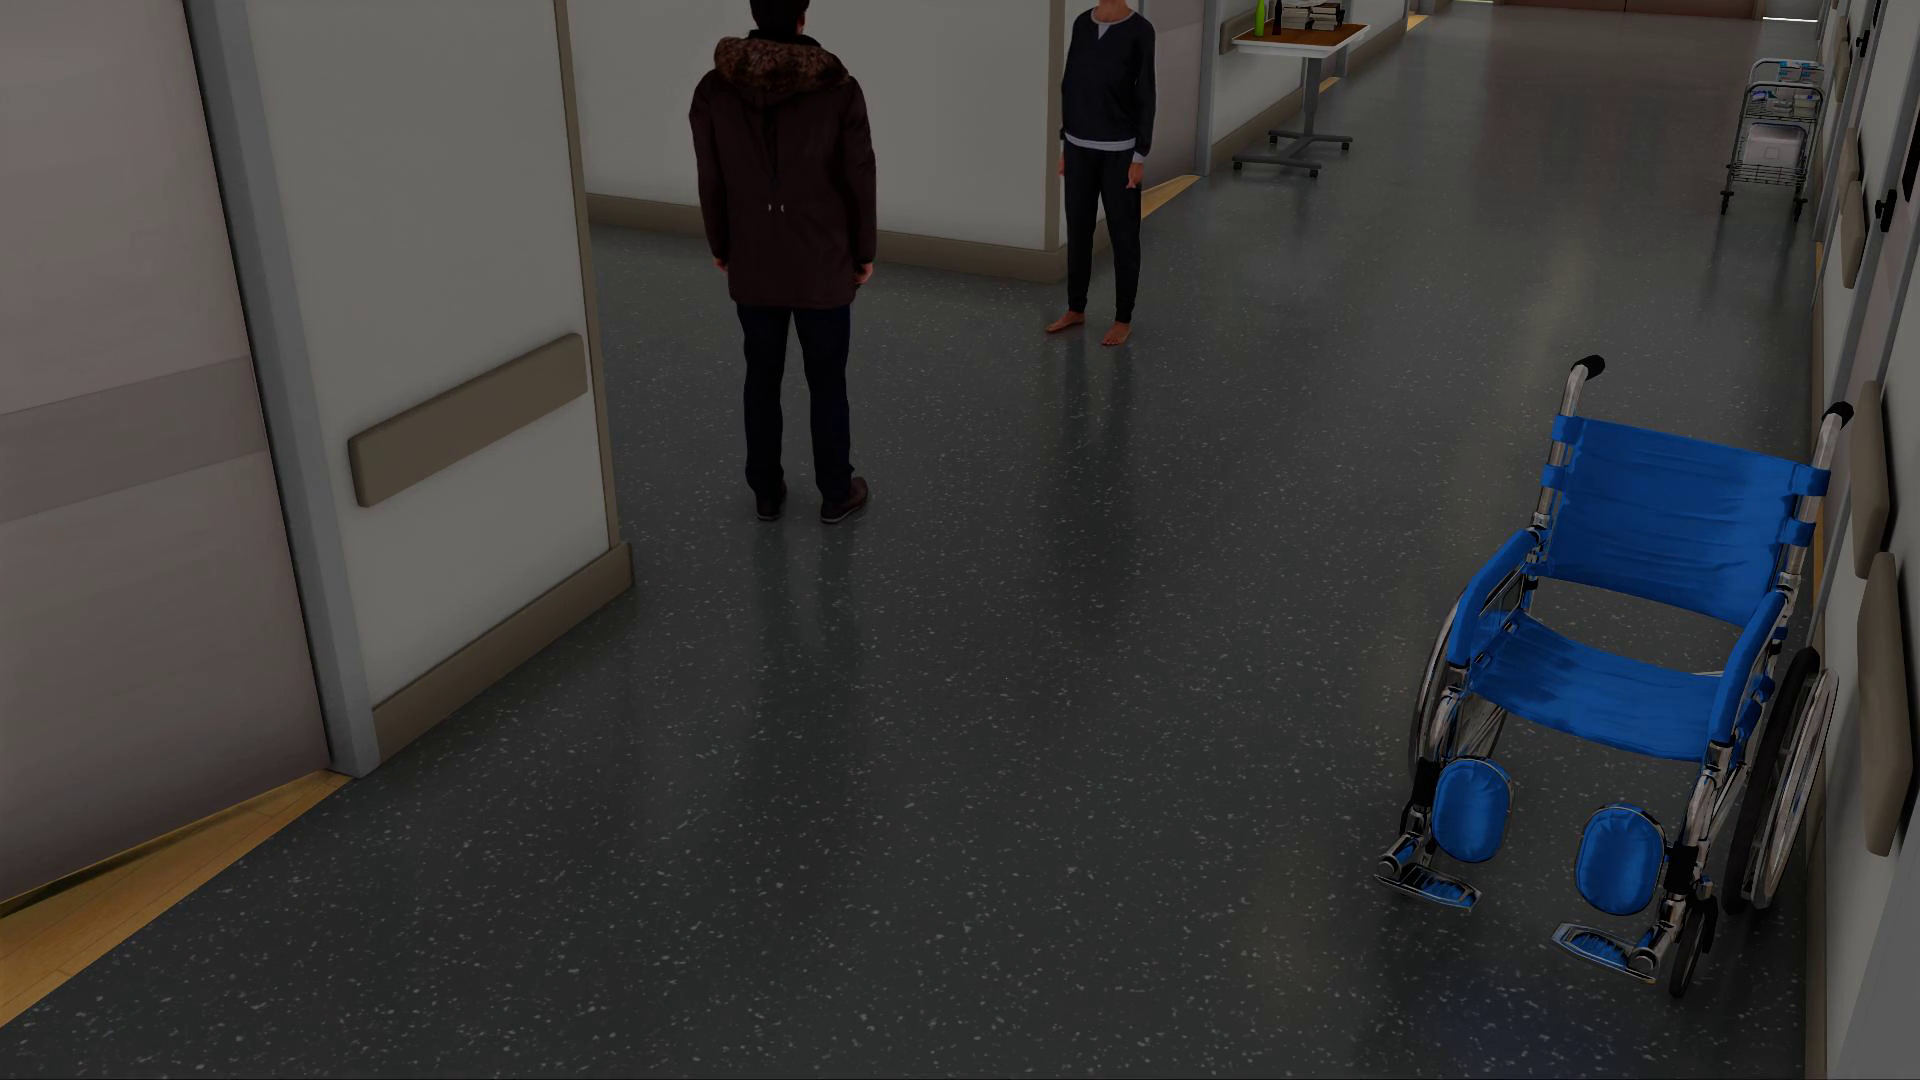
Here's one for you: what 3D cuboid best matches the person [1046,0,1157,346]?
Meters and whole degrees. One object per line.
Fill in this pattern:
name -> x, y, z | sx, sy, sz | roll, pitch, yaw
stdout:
person -> 0.638, -1.749, 7.342 | 0.635, 1.724, 0.573 | 17, 30, 31

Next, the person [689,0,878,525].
person -> -0.568, -0.946, 5.538 | 0.830, 1.844, 0.774 | 4, 26, 8
